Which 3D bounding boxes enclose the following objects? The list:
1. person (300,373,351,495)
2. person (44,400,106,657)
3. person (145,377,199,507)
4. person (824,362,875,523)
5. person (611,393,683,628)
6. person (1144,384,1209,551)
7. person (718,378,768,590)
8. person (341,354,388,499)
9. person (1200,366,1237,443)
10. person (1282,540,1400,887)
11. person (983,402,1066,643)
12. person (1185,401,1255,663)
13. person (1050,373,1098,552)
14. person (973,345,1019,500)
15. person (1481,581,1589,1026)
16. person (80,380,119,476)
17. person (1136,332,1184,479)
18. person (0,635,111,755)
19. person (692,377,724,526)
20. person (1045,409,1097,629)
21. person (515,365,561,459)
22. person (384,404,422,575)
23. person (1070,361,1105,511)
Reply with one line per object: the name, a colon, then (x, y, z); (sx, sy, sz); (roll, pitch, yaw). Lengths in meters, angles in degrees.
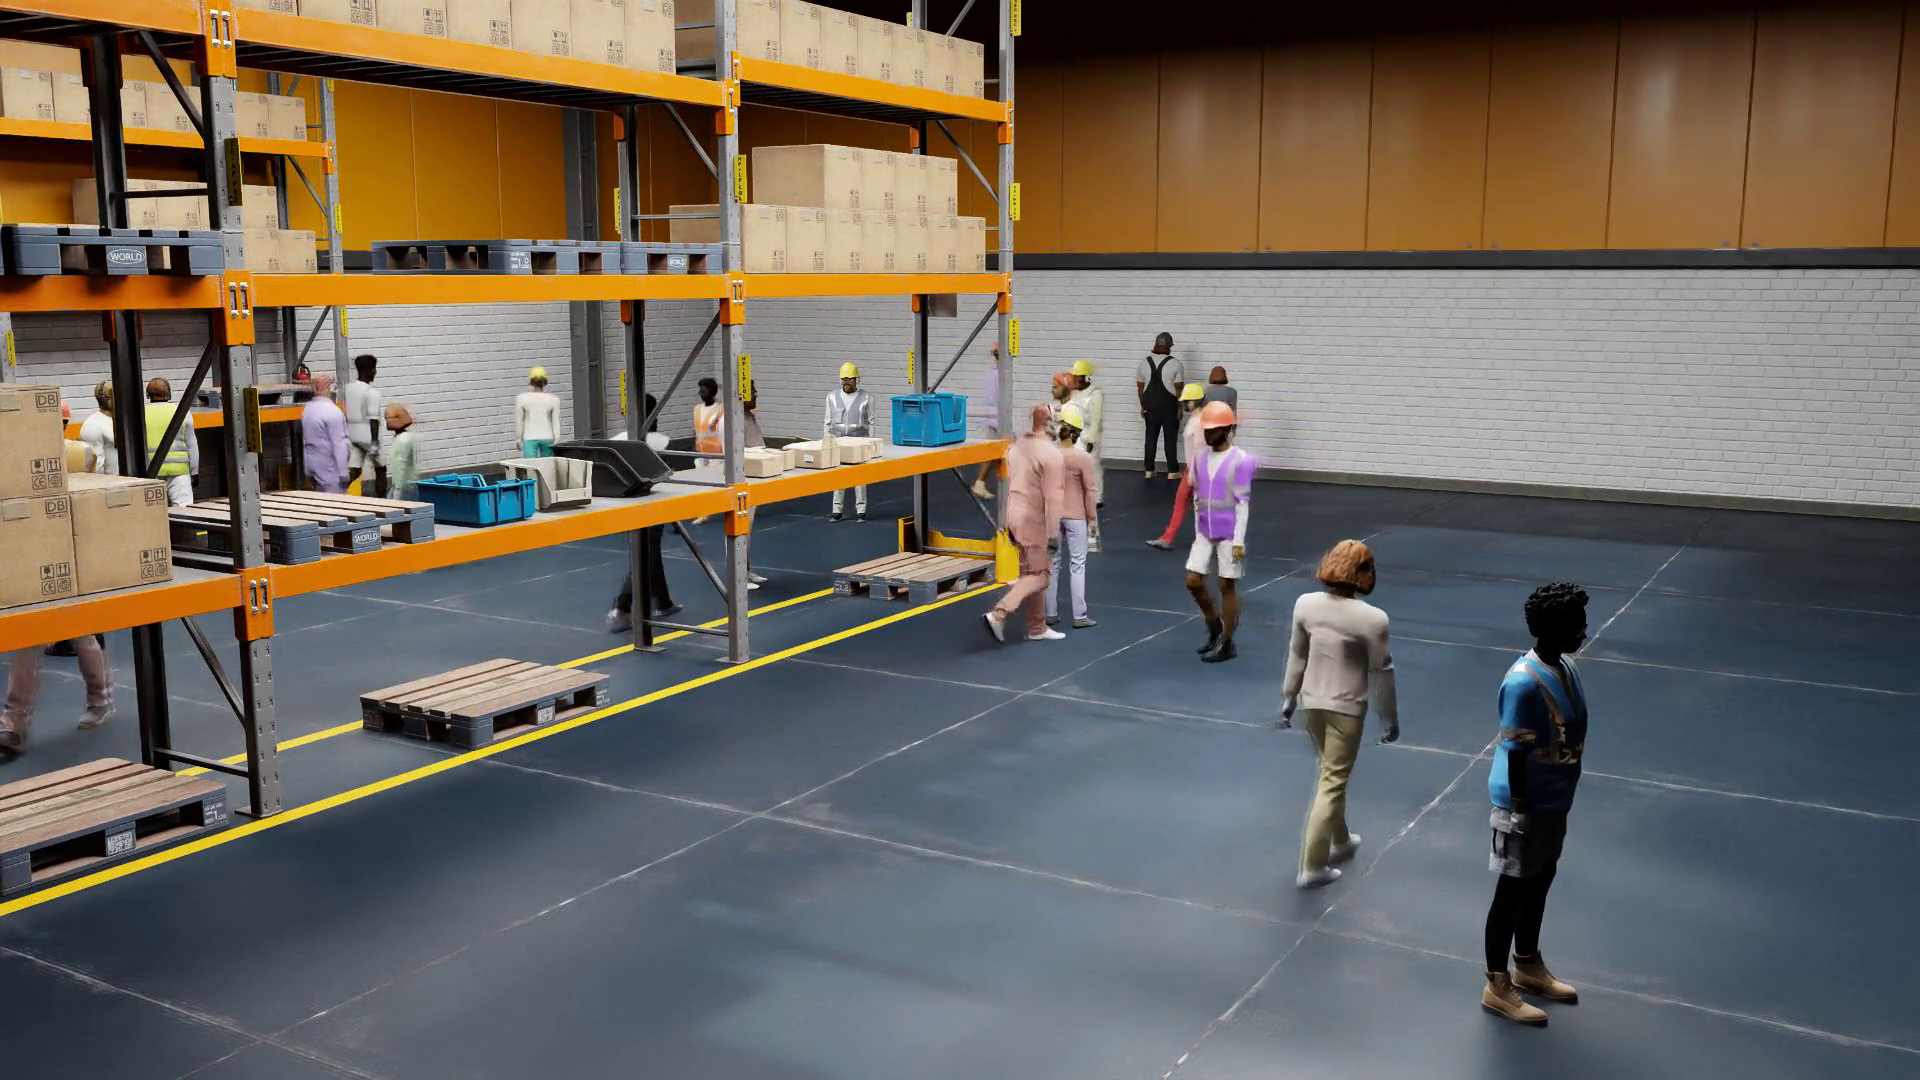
person: (-6.224, -0.691, 16.259); (0.697, 1.871, 0.650); (-8, 12, -41)
person: (-6.667, -0.101, 12.367); (0.370, 1.939, 0.543); (5, 10, 27)
person: (-7.687, -0.649, 16.091); (0.621, 1.845, 0.429); (-3, 10, -18)
person: (-1.263, -1.105, 18.967); (0.590, 1.833, 0.404); (1, 9, 5)
person: (-2.570, -0.250, 13.493); (0.603, 1.884, 0.952); (5, 10, 29)
person: (2.291, -0.709, 16.792); (0.867, 1.720, 0.548); (-1, 9, -7)
person: (-1.940, -0.515, 15.048); (0.406, 1.911, 0.639); (1, 9, 7)
person: (-6.902, -1.175, 19.097); (0.608, 1.932, 0.849); (4, 10, 26)
person: (3.401, -1.481, 21.962); (0.503, 1.627, 0.280); (0, 9, 1)
person: (1.835, 0.790, 7.815); (0.729, 1.602, 0.535); (-8, 12, -40)
person: (0.503, -0.108, 12.620); (0.703, 1.877, 0.690); (-4, 10, -25)
person: (1.876, -0.052, 12.110); (0.413, 1.920, 0.553); (-9, 12, -43)
person: (0.970, -0.765, 16.819); (0.955, 1.835, 0.608); (-1, 9, -4)
person: (0.533, -1.490, 20.822); (0.863, 2.013, 0.626); (-4, 10, -21)
person: (2.203, 0.986, 6.355); (0.321, 1.694, 0.534); (8, 12, 40)
person: (-7.231, -0.400, 14.235); (0.372, 1.940, 0.627); (0, 9, -2)
person: (2.818, -1.870, 23.091); (0.682, 2.000, 0.536); (5, 11, 30)
person: (-5.522, 0.282, 10.040); (0.609, 1.931, 1.077); (0, 9, -1)
person: (-2.785, -1.012, 18.854); (0.538, 1.677, 0.578); (7, 11, 36)
person: (0.867, -0.167, 13.344); (0.522, 1.761, 0.322); (5, 11, 31)
person: (-5.014, -1.201, 19.817); (0.528, 1.747, 0.662); (-3, 10, -18)
person: (-5.286, -0.468, 15.654); (0.394, 1.623, 0.506); (-5, 10, -28)
person: (1.447, -1.222, 19.768); (0.672, 1.808, 0.608); (-7, 11, -36)
